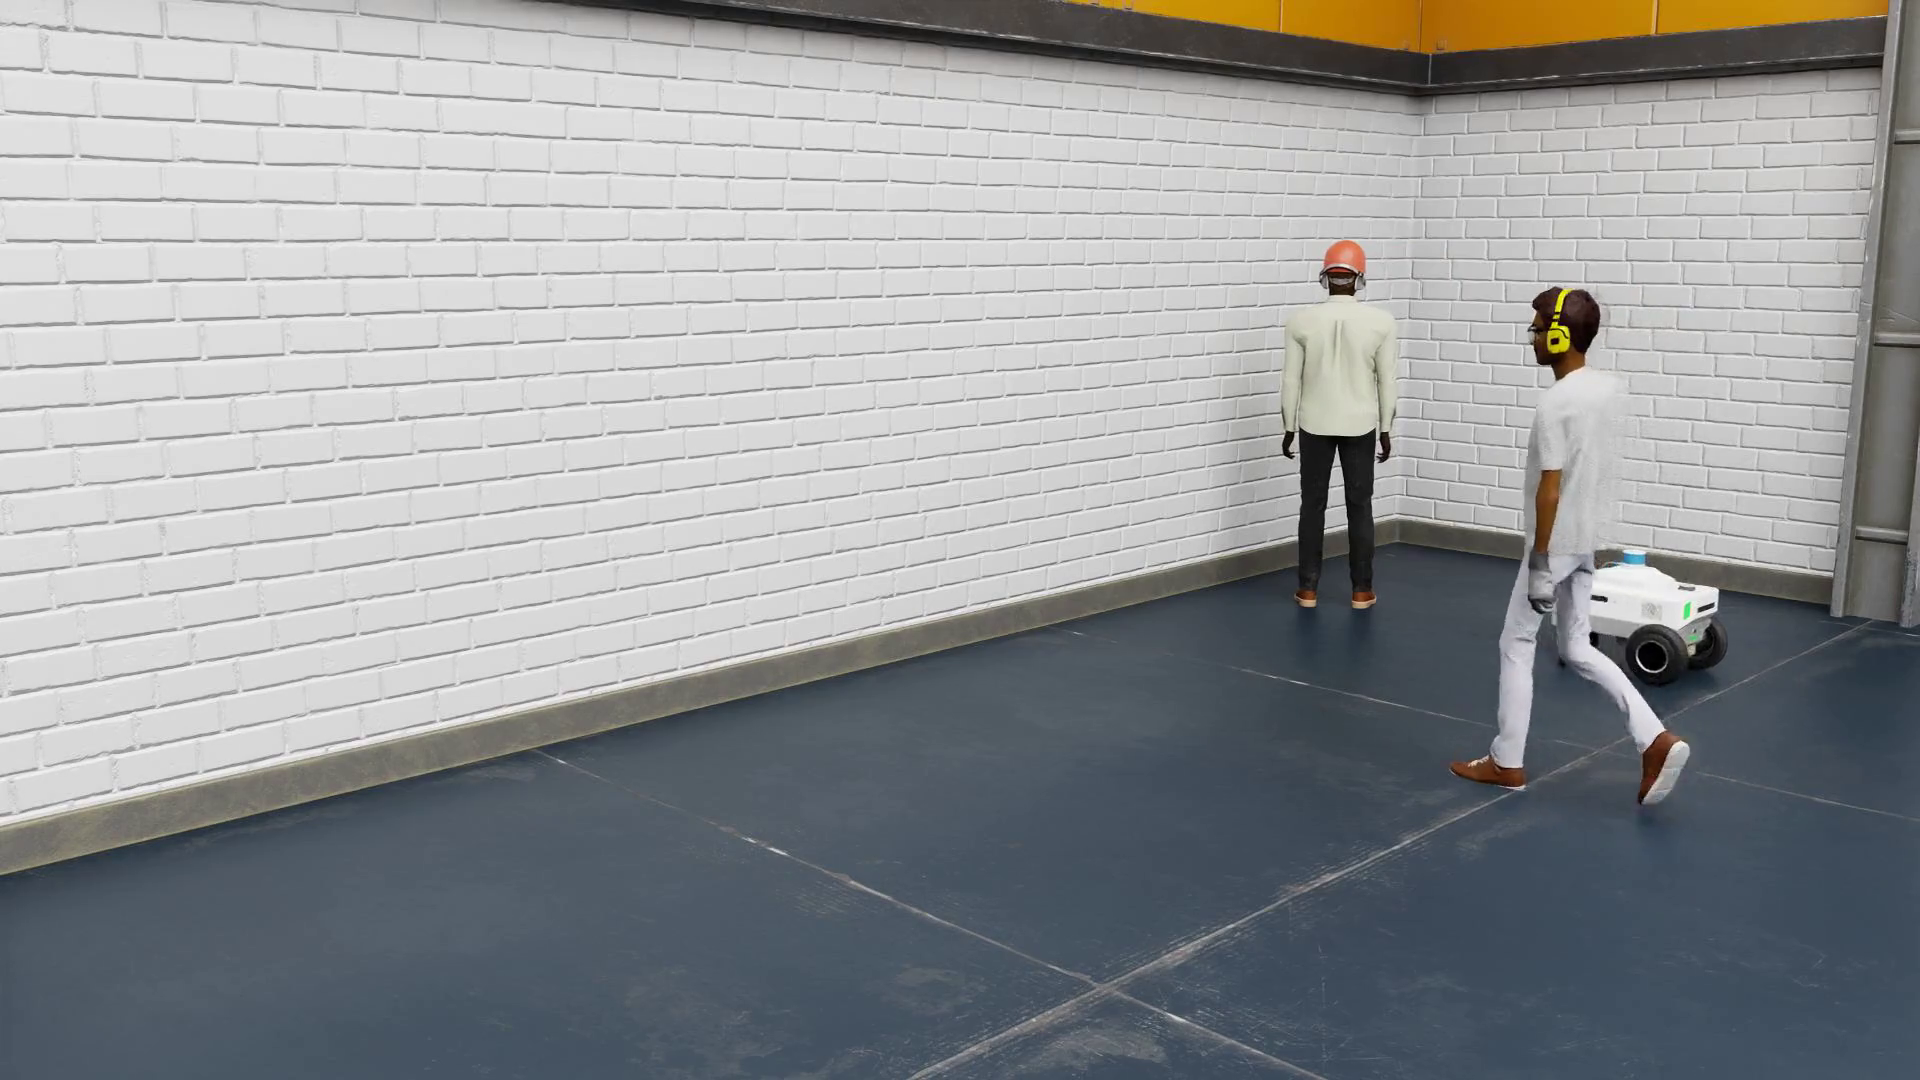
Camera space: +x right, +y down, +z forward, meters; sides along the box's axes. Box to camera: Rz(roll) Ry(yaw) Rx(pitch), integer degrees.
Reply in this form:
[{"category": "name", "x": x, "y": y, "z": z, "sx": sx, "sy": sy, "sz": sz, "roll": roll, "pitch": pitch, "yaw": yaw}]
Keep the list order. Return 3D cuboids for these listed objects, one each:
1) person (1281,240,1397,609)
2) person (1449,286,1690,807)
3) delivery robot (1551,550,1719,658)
[{"category": "person", "x": 2.052, "y": -0.620, "z": 9.051, "sx": 0.613, "sy": 1.994, "sz": 0.395, "roll": 3, "pitch": 11, "yaw": 14}, {"category": "person", "x": 2.179, "y": 0.036, "z": 5.878, "sx": 0.521, "sy": 1.849, "sz": 0.784, "roll": -9, "pitch": 13, "yaw": -39}, {"category": "delivery robot", "x": 3.132, "y": 0.289, "z": 7.768, "sx": 0.477, "sy": 0.478, "sz": 0.707, "roll": -9, "pitch": 14, "yaw": -42}]
